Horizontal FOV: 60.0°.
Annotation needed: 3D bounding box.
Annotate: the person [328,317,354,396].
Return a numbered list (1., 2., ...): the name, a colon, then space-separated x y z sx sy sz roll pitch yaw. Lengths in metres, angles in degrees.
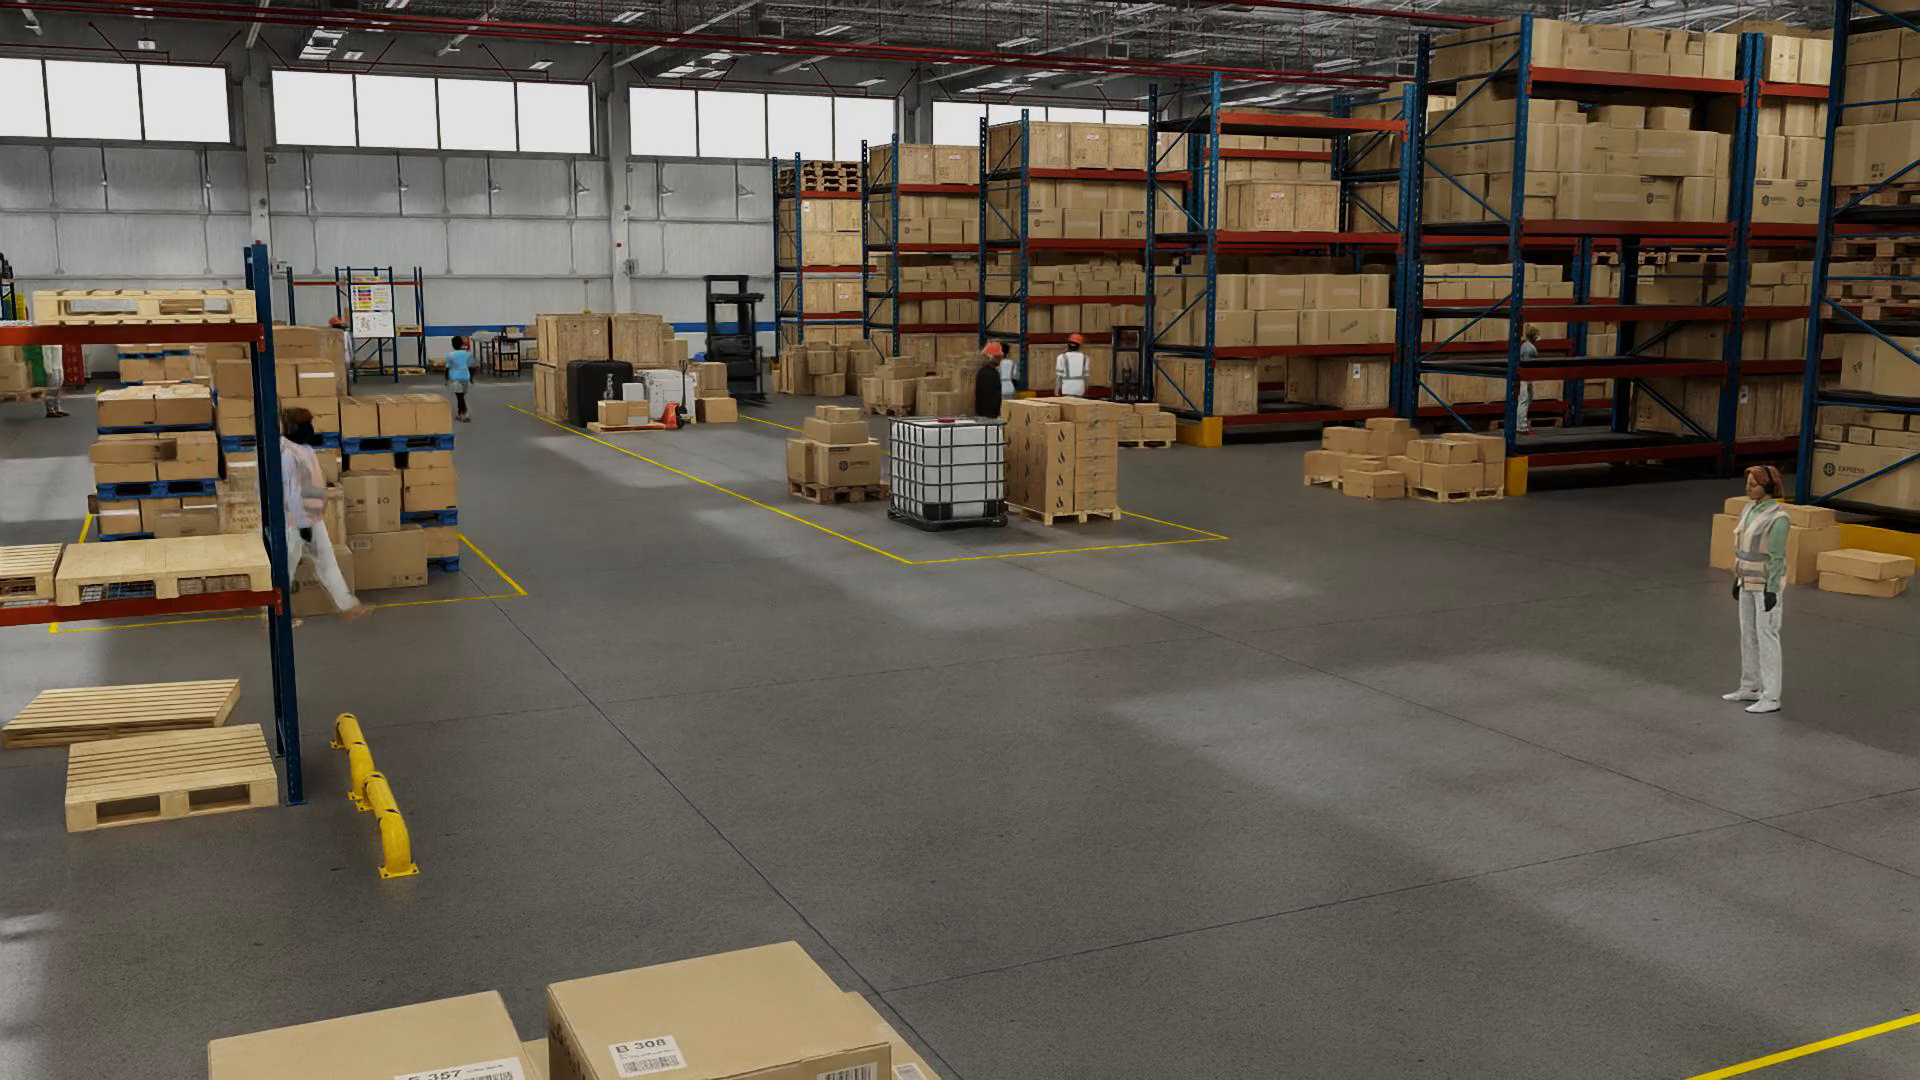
1. person: -13.782 -3.980 36.840 0.936 1.885 0.545 7 12 37

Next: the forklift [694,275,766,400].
1. forklift: -5.155 -4.464 36.784 1.129 2.768 1.873 -4 10 -25

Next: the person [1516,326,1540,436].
1. person: 10.017 -2.795 29.339 0.371 1.940 0.627 2 9 14

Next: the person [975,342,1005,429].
1. person: 0.327 -1.726 22.681 0.981 1.958 0.620 5 10 29

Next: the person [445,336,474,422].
1. person: -9.664 -3.114 32.195 0.539 1.663 0.849 -8 12 -40

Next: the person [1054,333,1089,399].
1. person: 1.817 -2.418 27.167 0.618 1.891 0.711 -2 9 -15

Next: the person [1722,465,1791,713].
1. person: 5.281 0.315 10.997 0.311 1.632 0.515 0 9 -1

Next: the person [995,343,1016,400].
1. person: 0.722 -2.554 28.635 0.552 1.681 0.384 -6 11 -34

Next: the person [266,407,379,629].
1. person: -5.238 -0.169 13.470 0.887 1.801 0.637 0 9 -2

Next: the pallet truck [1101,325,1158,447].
1. pallet truck: 2.881 -2.596 27.923 0.823 1.965 1.885 -1 9 -7

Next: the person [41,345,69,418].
1. person: -18.023 -3.388 33.078 0.367 1.930 0.631 -2 9 -9
